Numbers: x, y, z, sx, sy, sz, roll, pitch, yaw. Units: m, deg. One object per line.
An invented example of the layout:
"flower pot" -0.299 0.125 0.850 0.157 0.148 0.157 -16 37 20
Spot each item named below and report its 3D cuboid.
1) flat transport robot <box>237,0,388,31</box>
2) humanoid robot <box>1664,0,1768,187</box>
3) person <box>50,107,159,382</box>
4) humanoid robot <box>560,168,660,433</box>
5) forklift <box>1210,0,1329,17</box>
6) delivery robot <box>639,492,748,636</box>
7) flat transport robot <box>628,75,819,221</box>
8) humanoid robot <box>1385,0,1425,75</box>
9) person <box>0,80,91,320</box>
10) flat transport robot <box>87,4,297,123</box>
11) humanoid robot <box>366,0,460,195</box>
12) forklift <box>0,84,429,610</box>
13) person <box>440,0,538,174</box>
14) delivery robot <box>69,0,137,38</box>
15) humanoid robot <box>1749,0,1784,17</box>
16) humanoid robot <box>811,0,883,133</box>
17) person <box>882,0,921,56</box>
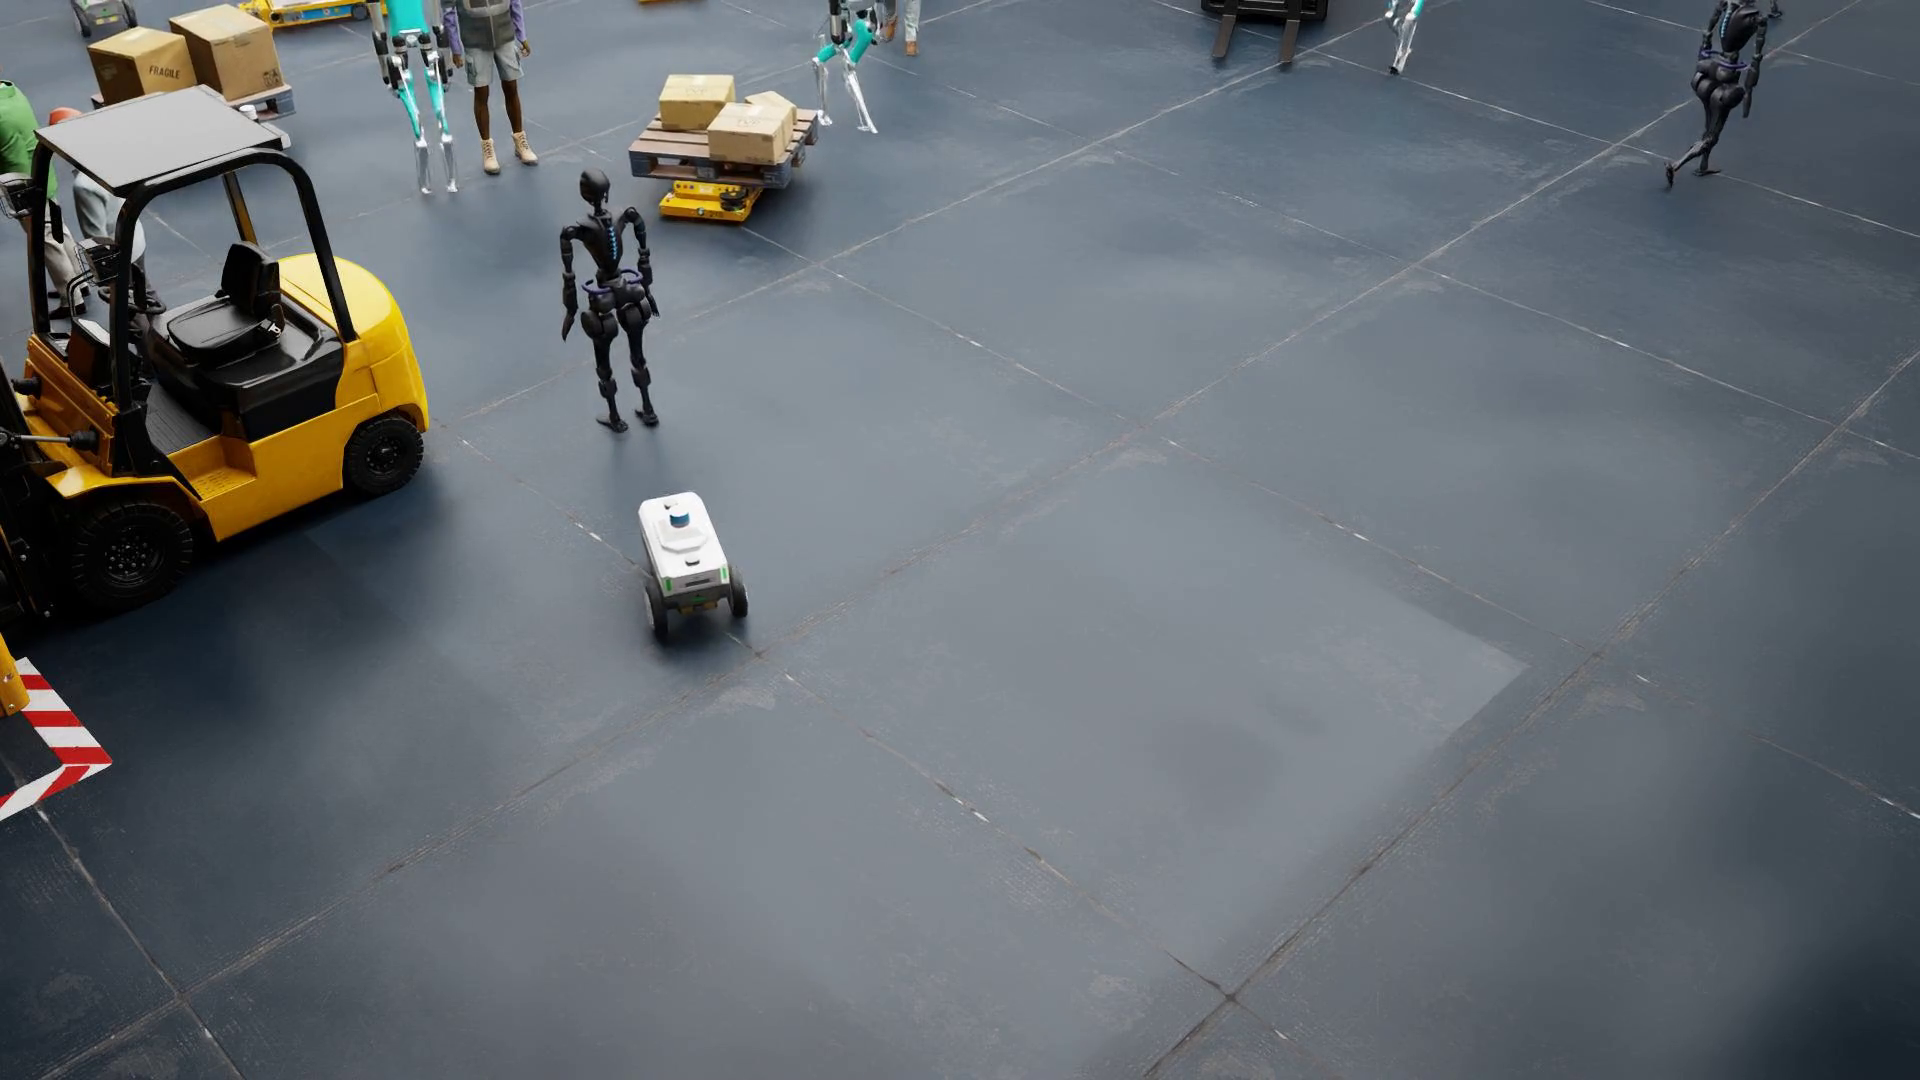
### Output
"flat transport robot" -6.099 -5.112 15.840 1.431 0.231 0.659 -16 40 -20
"humanoid robot" 5.670 -3.465 12.485 0.696 1.632 0.611 -14 39 -18
"person" -5.185 -1.804 10.180 0.351 1.738 0.575 -3 37 -4
"humanoid robot" -2.033 -1.383 9.671 0.596 1.657 0.344 -25 43 -29
"forklift" 3.106 -6.400 15.960 1.214 2.155 2.313 8 37 10
"delivery robot" -1.426 0.100 8.631 0.499 0.603 0.802 -12 38 -16
"flat transport robot" -1.787 -2.865 12.832 0.659 0.231 1.431 7 37 9
"humanoid robot" 3.948 -4.930 14.452 0.544 1.877 0.813 20 41 25
"person" -6.067 -2.300 10.810 0.384 1.782 0.553 -10 38 -13
"flat transport robot" -6.134 -3.315 13.434 1.431 0.231 0.659 30 46 34
"humanoid robot" -3.993 -3.381 12.323 0.530 1.817 0.697 -13 39 -17
"forklift" -4.145 -1.093 8.856 2.313 2.155 1.214 -31 47 -34
"person" -3.569 -3.802 12.606 0.613 2.042 0.371 -20 41 -24
"delivery robot" -8.075 -5.046 15.526 0.499 0.611 0.792 -25 43 -30
"humanoid robot" 7.701 -5.781 15.612 0.603 1.643 0.788 -10 38 -13
"humanoid robot" -0.969 -4.149 13.337 0.540 1.778 0.845 -30 46 -34
"person" -0.503 -5.283 14.689 0.653 1.925 0.454 0 37 0
